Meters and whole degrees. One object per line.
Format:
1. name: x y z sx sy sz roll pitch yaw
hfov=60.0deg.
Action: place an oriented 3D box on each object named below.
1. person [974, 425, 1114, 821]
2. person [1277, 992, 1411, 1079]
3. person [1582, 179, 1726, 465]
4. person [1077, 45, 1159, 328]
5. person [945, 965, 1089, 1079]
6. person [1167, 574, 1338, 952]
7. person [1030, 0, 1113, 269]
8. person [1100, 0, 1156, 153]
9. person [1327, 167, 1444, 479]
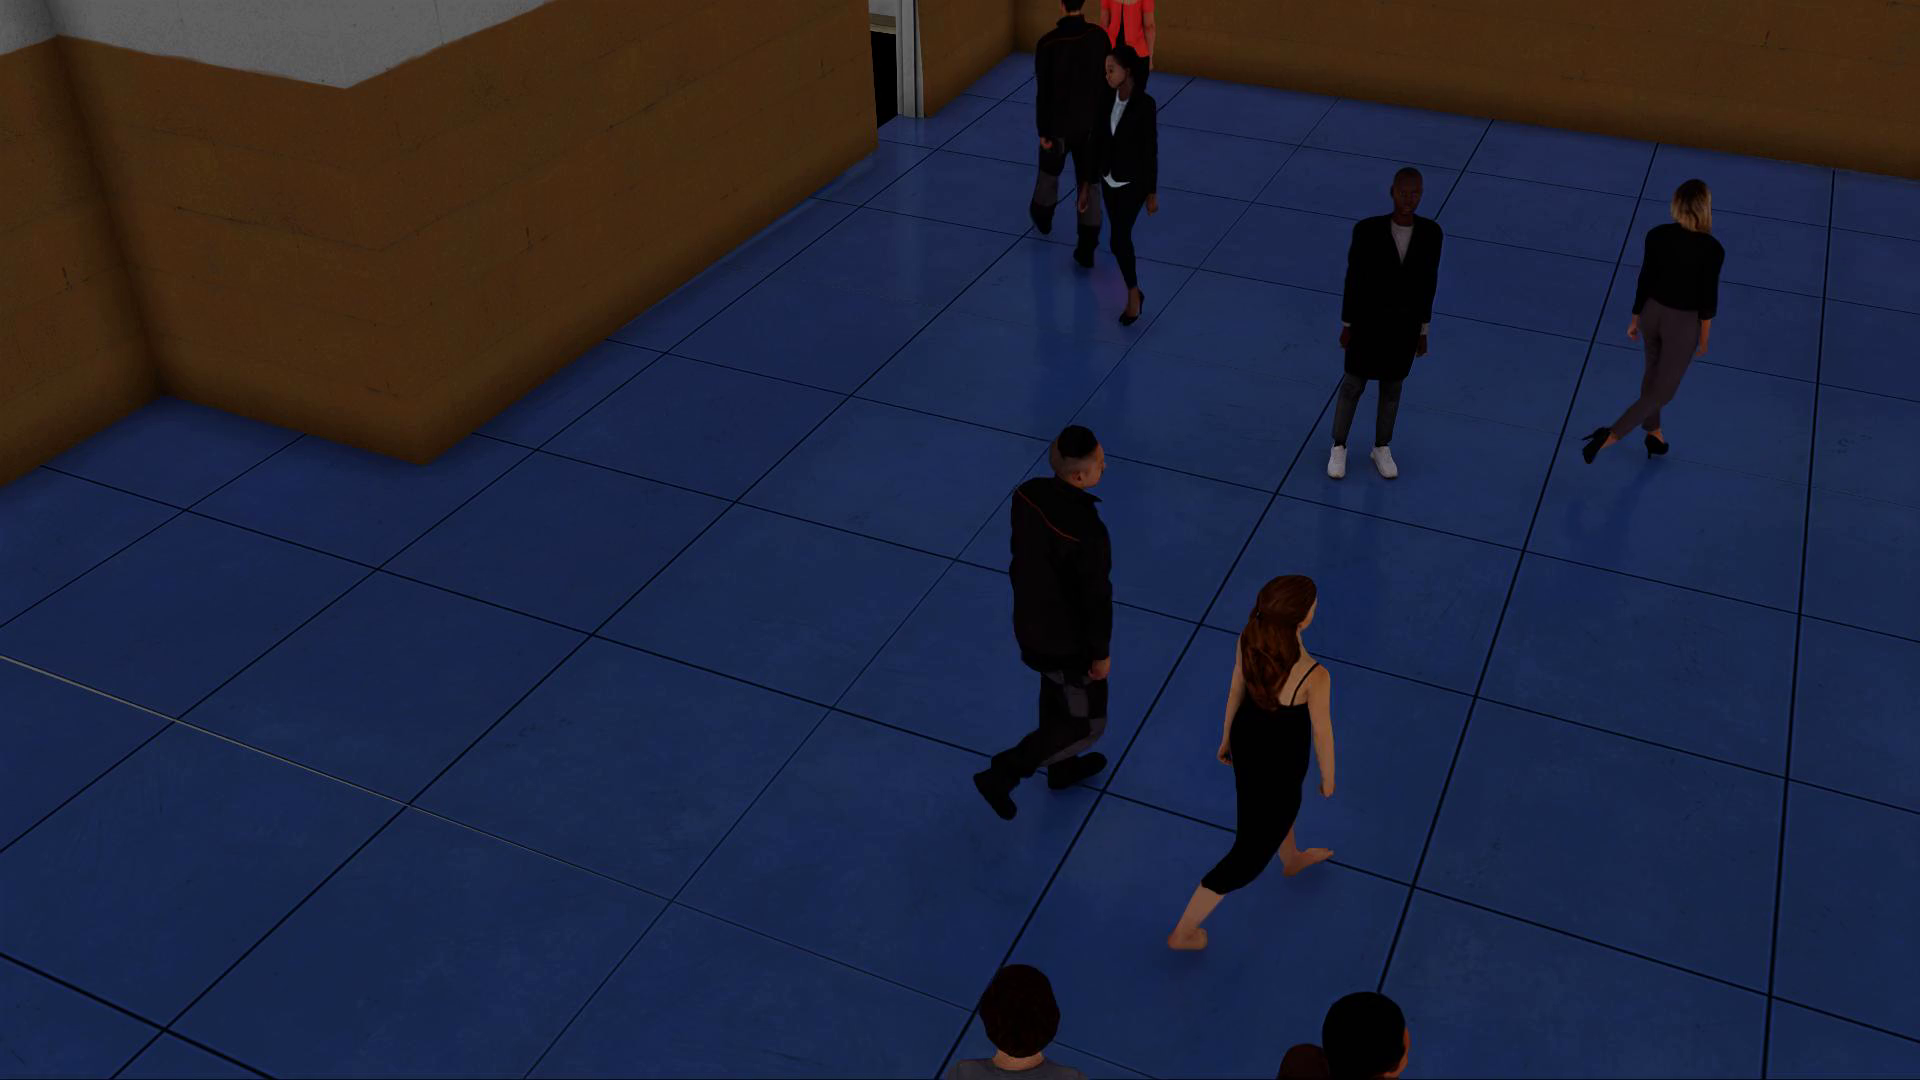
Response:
1. person: 0.334 0.355 6.579 1.114 1.839 1.069 -16 37 -23
2. person: 0.962 1.842 4.418 0.781 1.780 0.668 -18 37 -24
3. person: 3.749 -1.084 8.941 0.981 1.642 1.021 -19 38 -26
4. person: 1.086 -2.223 10.499 0.726 1.813 0.784 28 43 35
5. person: 0.139 1.858 4.513 0.985 1.635 0.853 3 34 4
6. person: 1.059 0.853 6.082 1.001 1.583 1.137 -22 40 -30
7. person: 0.803 -2.783 11.264 1.248 1.898 1.225 -7 34 -11
8. person: 1.277 -3.754 12.908 0.449 1.694 0.641 15 36 21
9. person: 2.284 -1.162 8.950 0.639 1.761 0.780 1 34 1
